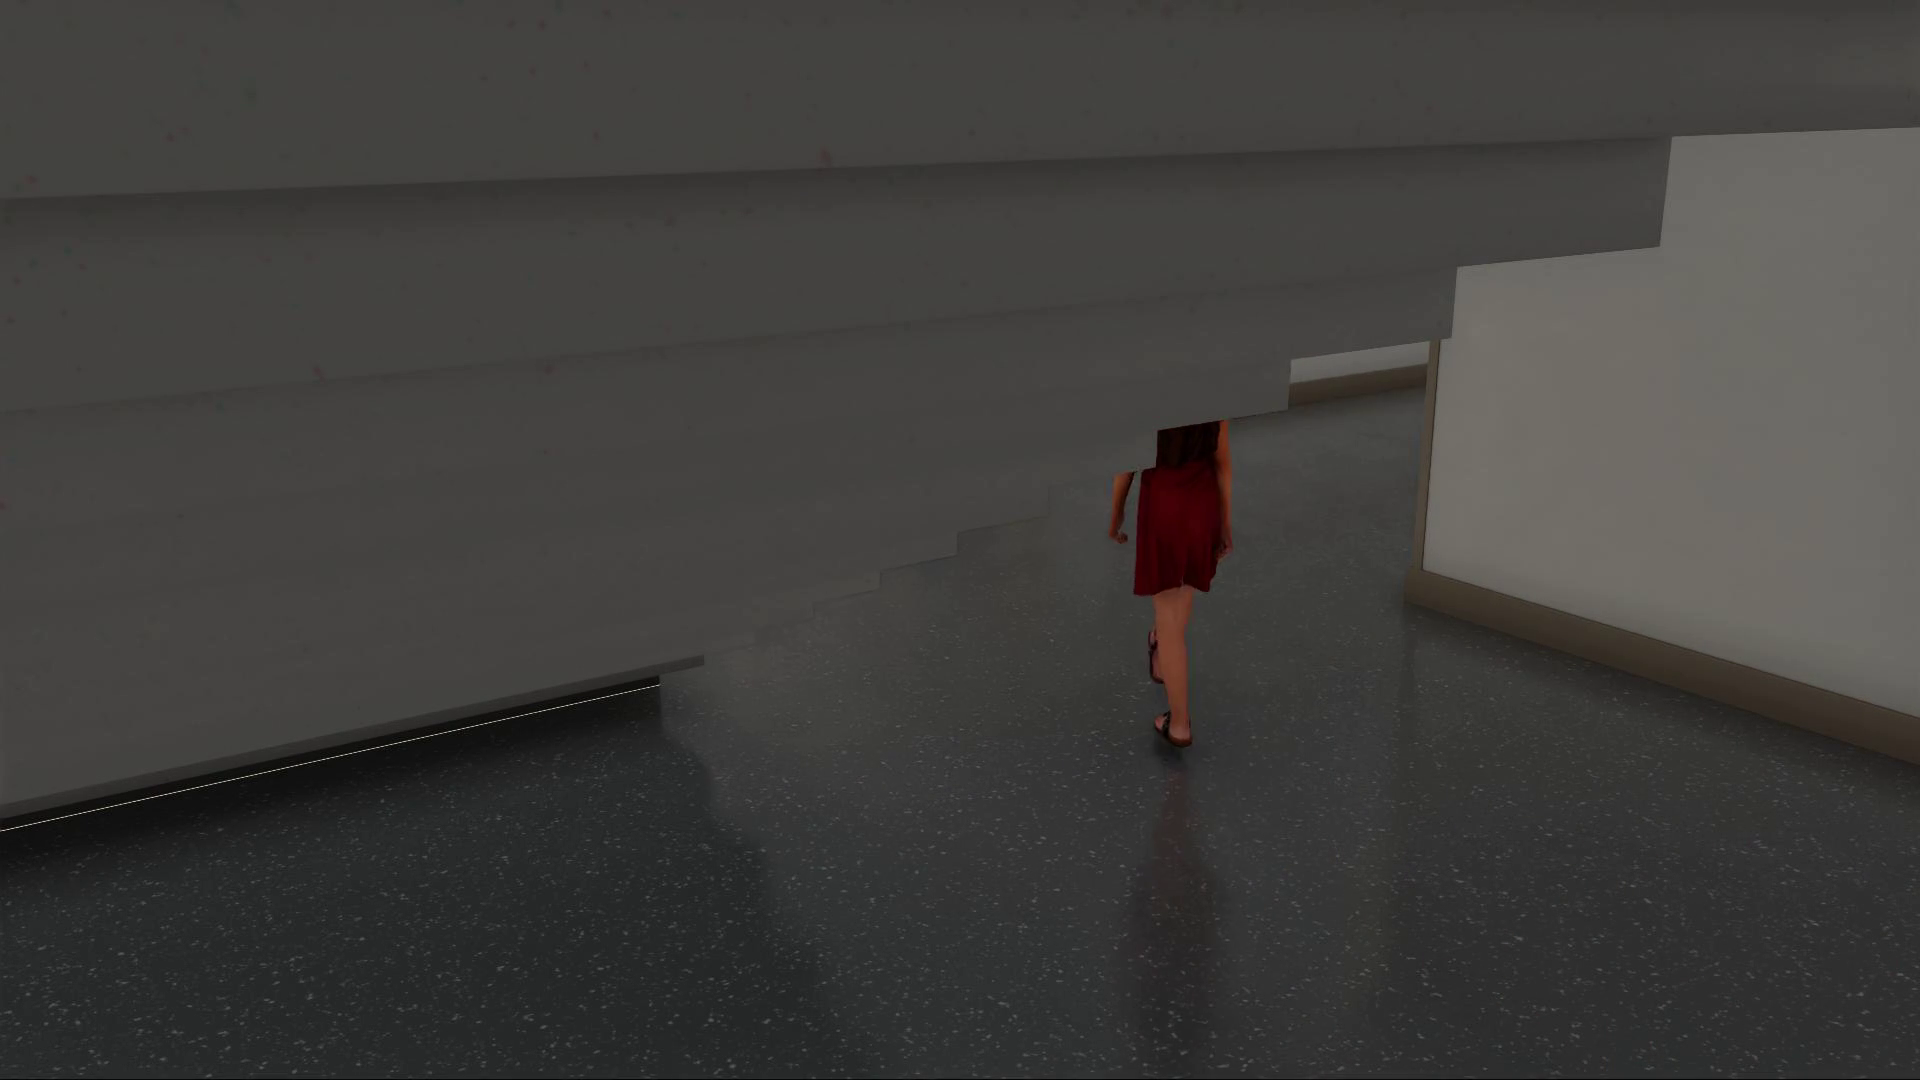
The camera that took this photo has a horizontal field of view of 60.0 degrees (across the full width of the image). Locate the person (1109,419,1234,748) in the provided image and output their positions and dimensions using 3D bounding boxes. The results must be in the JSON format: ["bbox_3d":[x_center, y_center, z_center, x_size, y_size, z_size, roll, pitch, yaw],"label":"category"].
[{"bbox_3d":[0.757,-0.036,5.709,0.856,1.508,1.112,-2,16,-8],"label":"person"}]
